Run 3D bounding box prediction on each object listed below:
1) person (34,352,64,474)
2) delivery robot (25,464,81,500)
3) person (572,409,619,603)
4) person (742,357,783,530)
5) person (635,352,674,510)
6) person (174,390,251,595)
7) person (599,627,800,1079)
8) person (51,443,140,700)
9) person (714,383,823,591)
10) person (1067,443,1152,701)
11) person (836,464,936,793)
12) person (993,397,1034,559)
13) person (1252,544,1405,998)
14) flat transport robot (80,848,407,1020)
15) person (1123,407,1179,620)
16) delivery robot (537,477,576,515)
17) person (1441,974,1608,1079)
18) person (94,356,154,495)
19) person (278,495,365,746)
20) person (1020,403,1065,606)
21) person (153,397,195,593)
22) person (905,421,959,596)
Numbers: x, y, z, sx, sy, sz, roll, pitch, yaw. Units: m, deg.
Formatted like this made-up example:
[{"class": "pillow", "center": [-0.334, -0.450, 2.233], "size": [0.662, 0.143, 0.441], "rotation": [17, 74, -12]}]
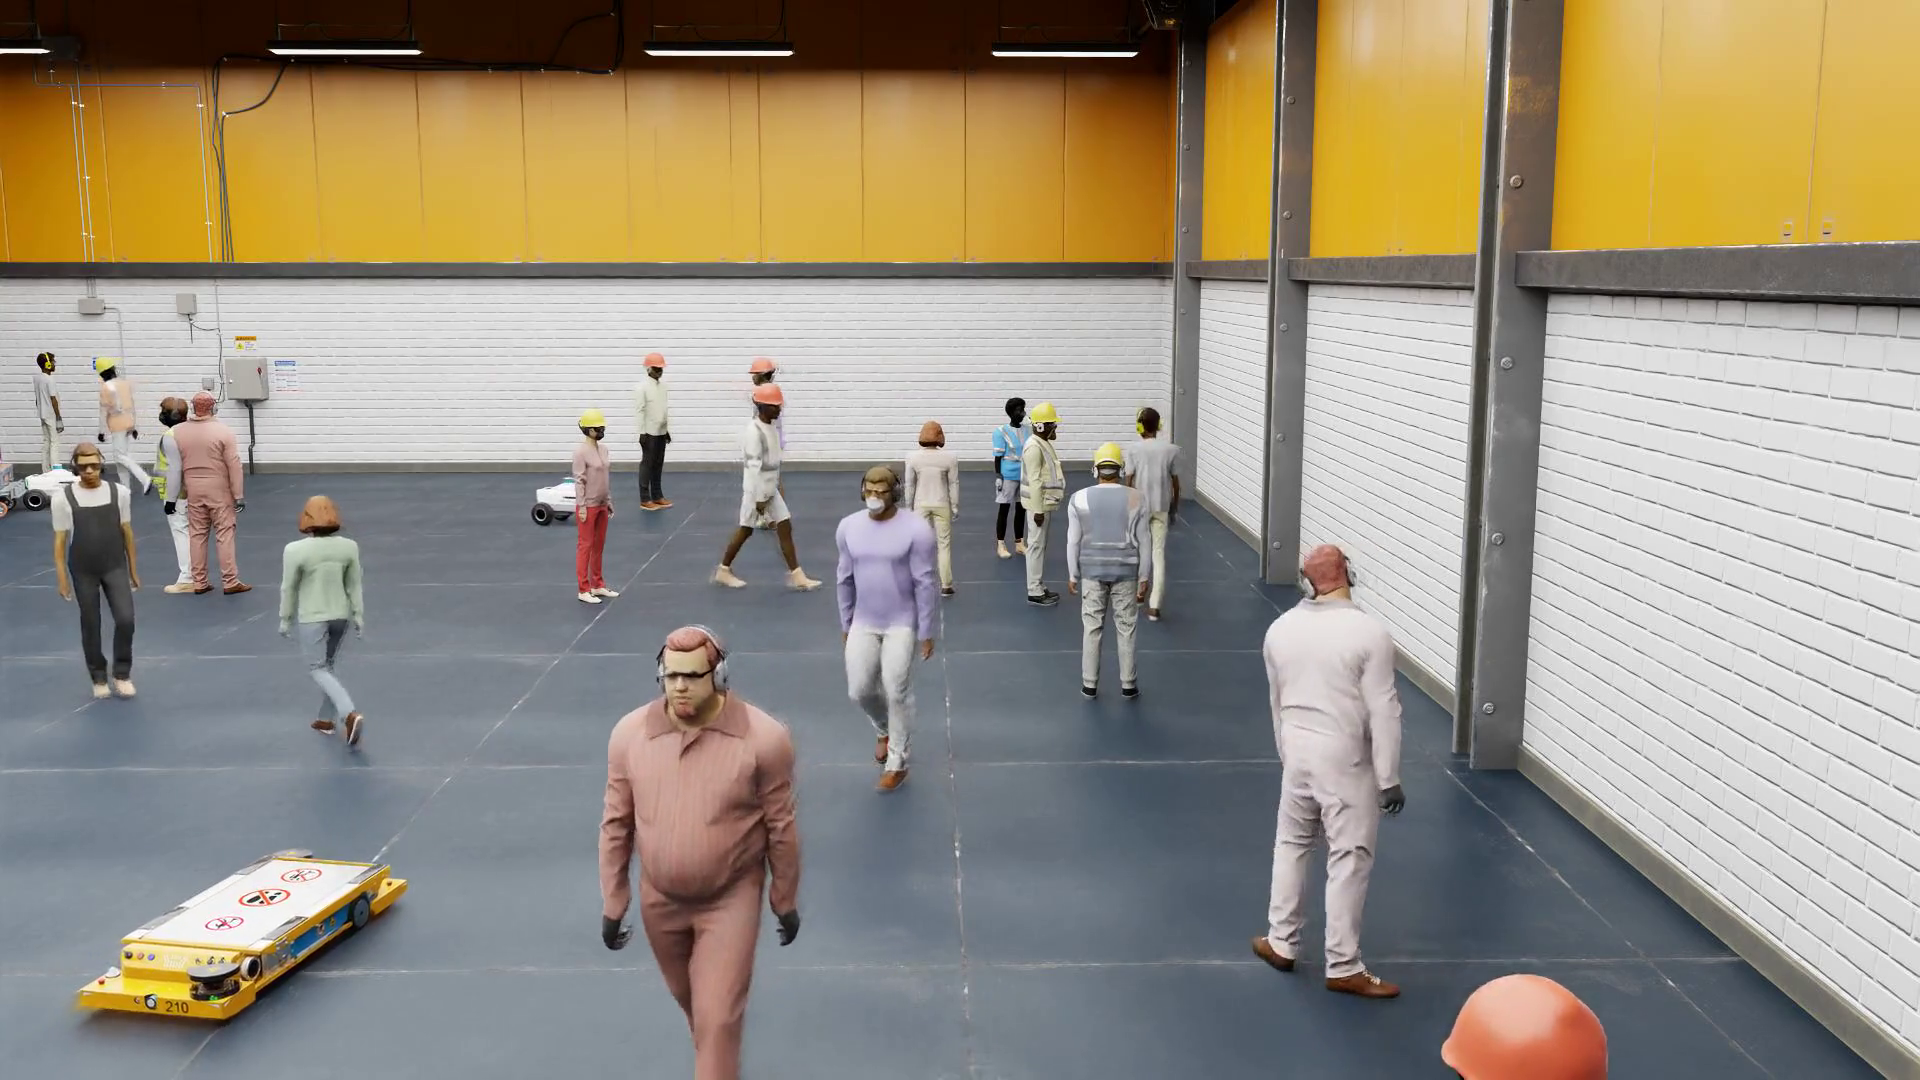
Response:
[{"class": "person", "center": [-12.748, -1.694, 23.337], "size": [0.513, 1.872, 0.328], "rotation": [6, 11, 34]}, {"class": "delivery robot", "center": [-11.420, -0.717, 21.080], "size": [0.707, 0.478, 0.477], "rotation": [-3, 10, -16]}, {"class": "person", "center": [-3.337, -0.315, 15.200], "size": [0.311, 1.768, 0.522], "rotation": [3, 10, 18]}, {"class": "person", "center": [-2.293, -1.104, 19.239], "size": [0.540, 2.020, 0.631], "rotation": [2, 10, 13]}, {"class": "person", "center": [-3.855, -1.379, 21.029], "size": [0.402, 1.990, 0.622], "rotation": [4, 10, 23]}, {"class": "person", "center": [-6.972, -0.437, 15.507], "size": [0.652, 1.909, 0.409], "rotation": [1, 9, 6]}, {"class": "person", "center": [-0.885, 1.189, 5.704], "size": [0.662, 1.864, 0.983], "rotation": [2, 9, 10]}, {"class": "person", "center": [-6.020, 0.236, 11.633], "size": [0.535, 1.823, 0.569], "rotation": [-7, 11, -36]}, {"class": "person", "center": [-1.865, -0.489, 15.638], "size": [1.068, 1.982, 0.616], "rotation": [3, 10, 17]}, {"class": "person", "center": [1.049, 0.228, 11.694], "size": [0.587, 1.823, 0.403], "rotation": [1, 9, 6]}, {"class": "person", "center": [-0.417, 0.496, 9.765], "size": [0.634, 1.926, 0.524], "rotation": [3, 10, 19]}, {"class": "person", "center": [0.578, -0.657, 17.501], "size": [0.541, 1.696, 0.315], "rotation": [-7, 11, -36]}, {"class": "person", "center": [1.587, 0.961, 7.064], "size": [0.395, 1.876, 0.736], "rotation": [-6, 11, -34]}, {"class": "flat transport robot", "center": [-3.119, 1.706, 7.374], "size": [0.652, 0.197, 1.431], "rotation": [2, 9, 11]}, {"class": "person", "center": [1.672, -0.253, 14.635], "size": [0.528, 1.819, 0.926], "rotation": [0, 9, -1]}, {"class": "delivery robot", "center": [-4.648, -0.499, 19.741], "size": [0.707, 0.478, 0.477], "rotation": [3, 10, 16]}, {"class": "person", "center": [0.920, 1.640, 2.796], "size": [0.566, 1.899, 0.819], "rotation": [-3, 10, -18]}, {"class": "person", "center": [-11.153, -1.516, 22.214], "size": [0.726, 1.885, 0.589], "rotation": [0, 9, 0]}, {"class": "person", "center": [-4.032, 0.514, 10.629], "size": [0.765, 1.600, 0.501], "rotation": [7, 12, 37]}, {"class": "person", "center": [0.750, -0.328, 15.069], "size": [0.403, 1.834, 0.588], "rotation": [1, 9, 8]}, {"class": "person", "center": [-7.334, -0.426, 15.644], "size": [0.429, 1.842, 0.634], "rotation": [-1, 9, -4]}, {"class": "person", "center": [-0.260, -0.288, 15.434], "size": [0.504, 1.631, 0.280], "rotation": [1, 9, 4]}]
